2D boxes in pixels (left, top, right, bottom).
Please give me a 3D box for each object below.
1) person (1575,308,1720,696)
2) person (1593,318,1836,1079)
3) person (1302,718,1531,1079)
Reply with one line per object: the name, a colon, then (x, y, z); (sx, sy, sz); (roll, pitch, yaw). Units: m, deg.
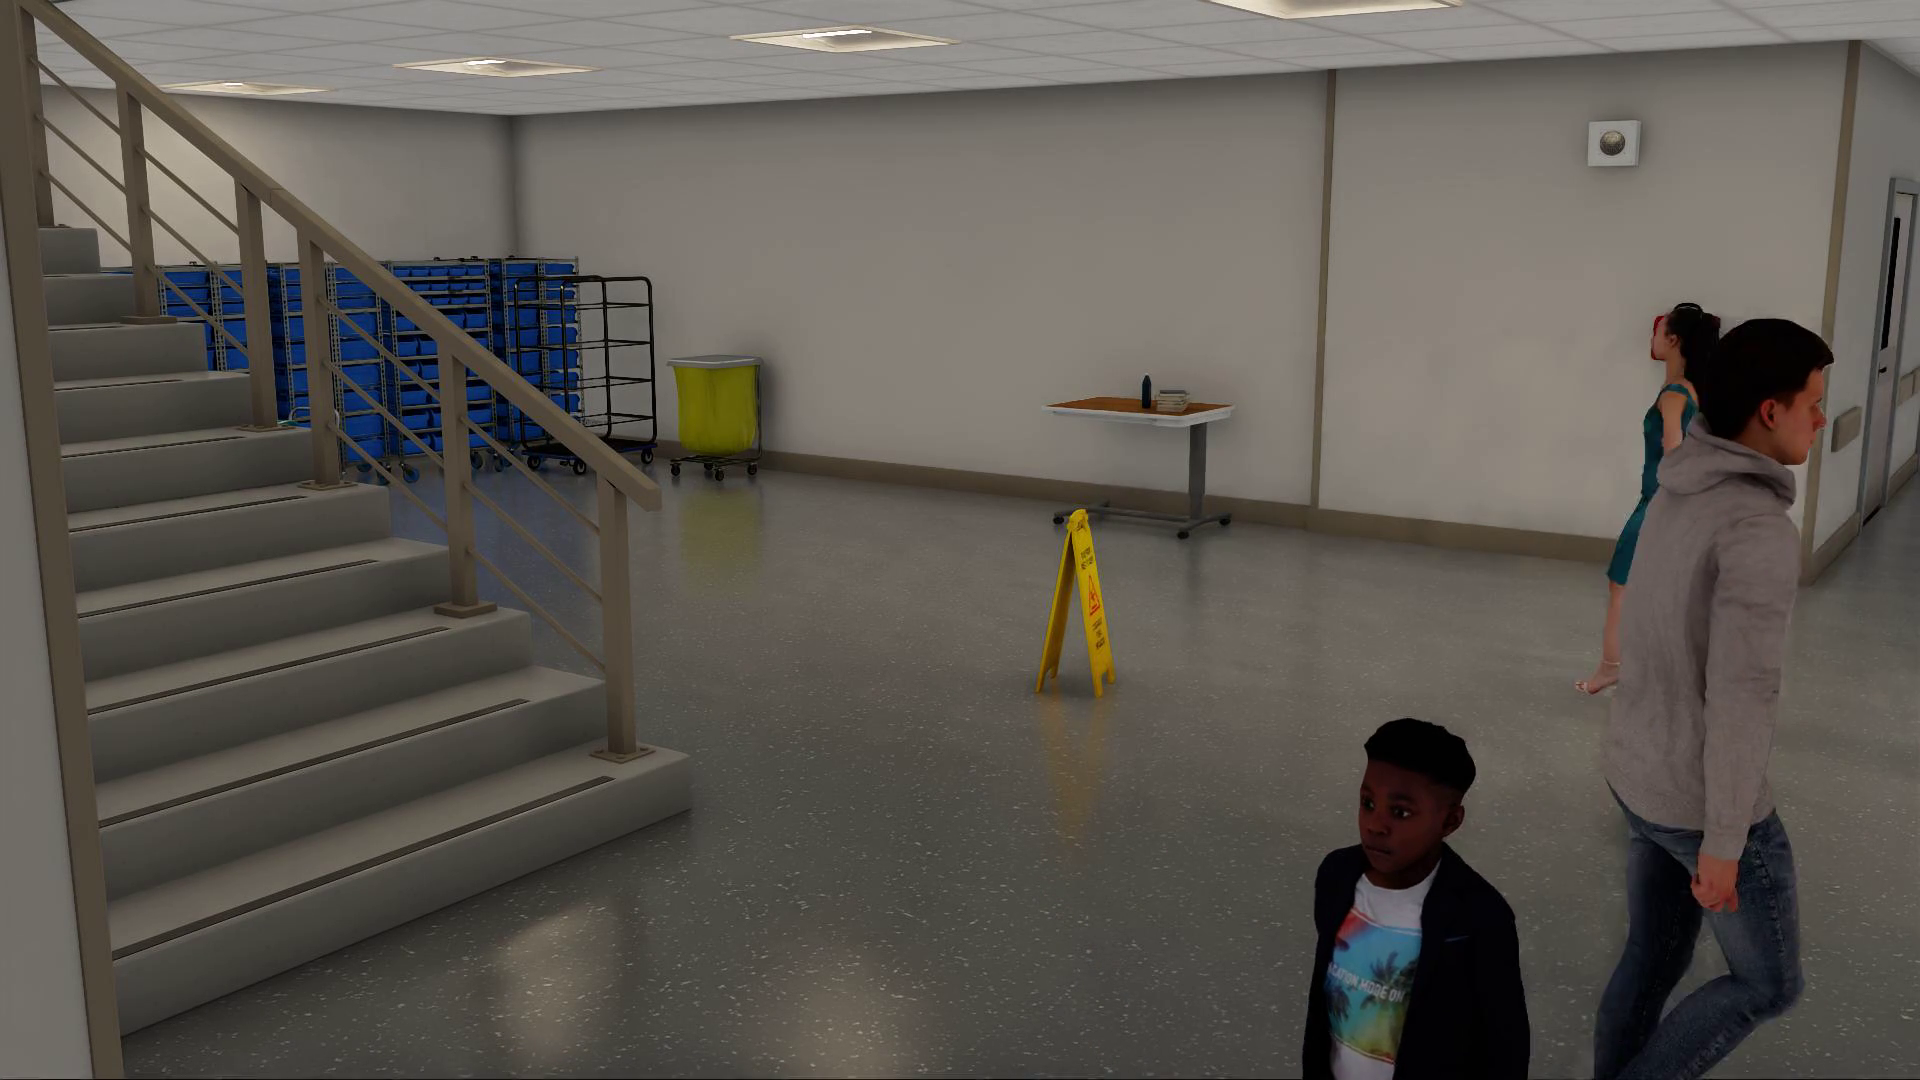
person: (2.990, -0.081, 6.793); (1.019, 1.653, 0.579); (9, 14, 39)
person: (1.343, 0.491, 3.285); (0.901, 1.836, 0.853); (0, 11, -1)
person: (0.783, 0.887, 2.775); (0.645, 1.250, 0.589); (-9, 14, -38)
